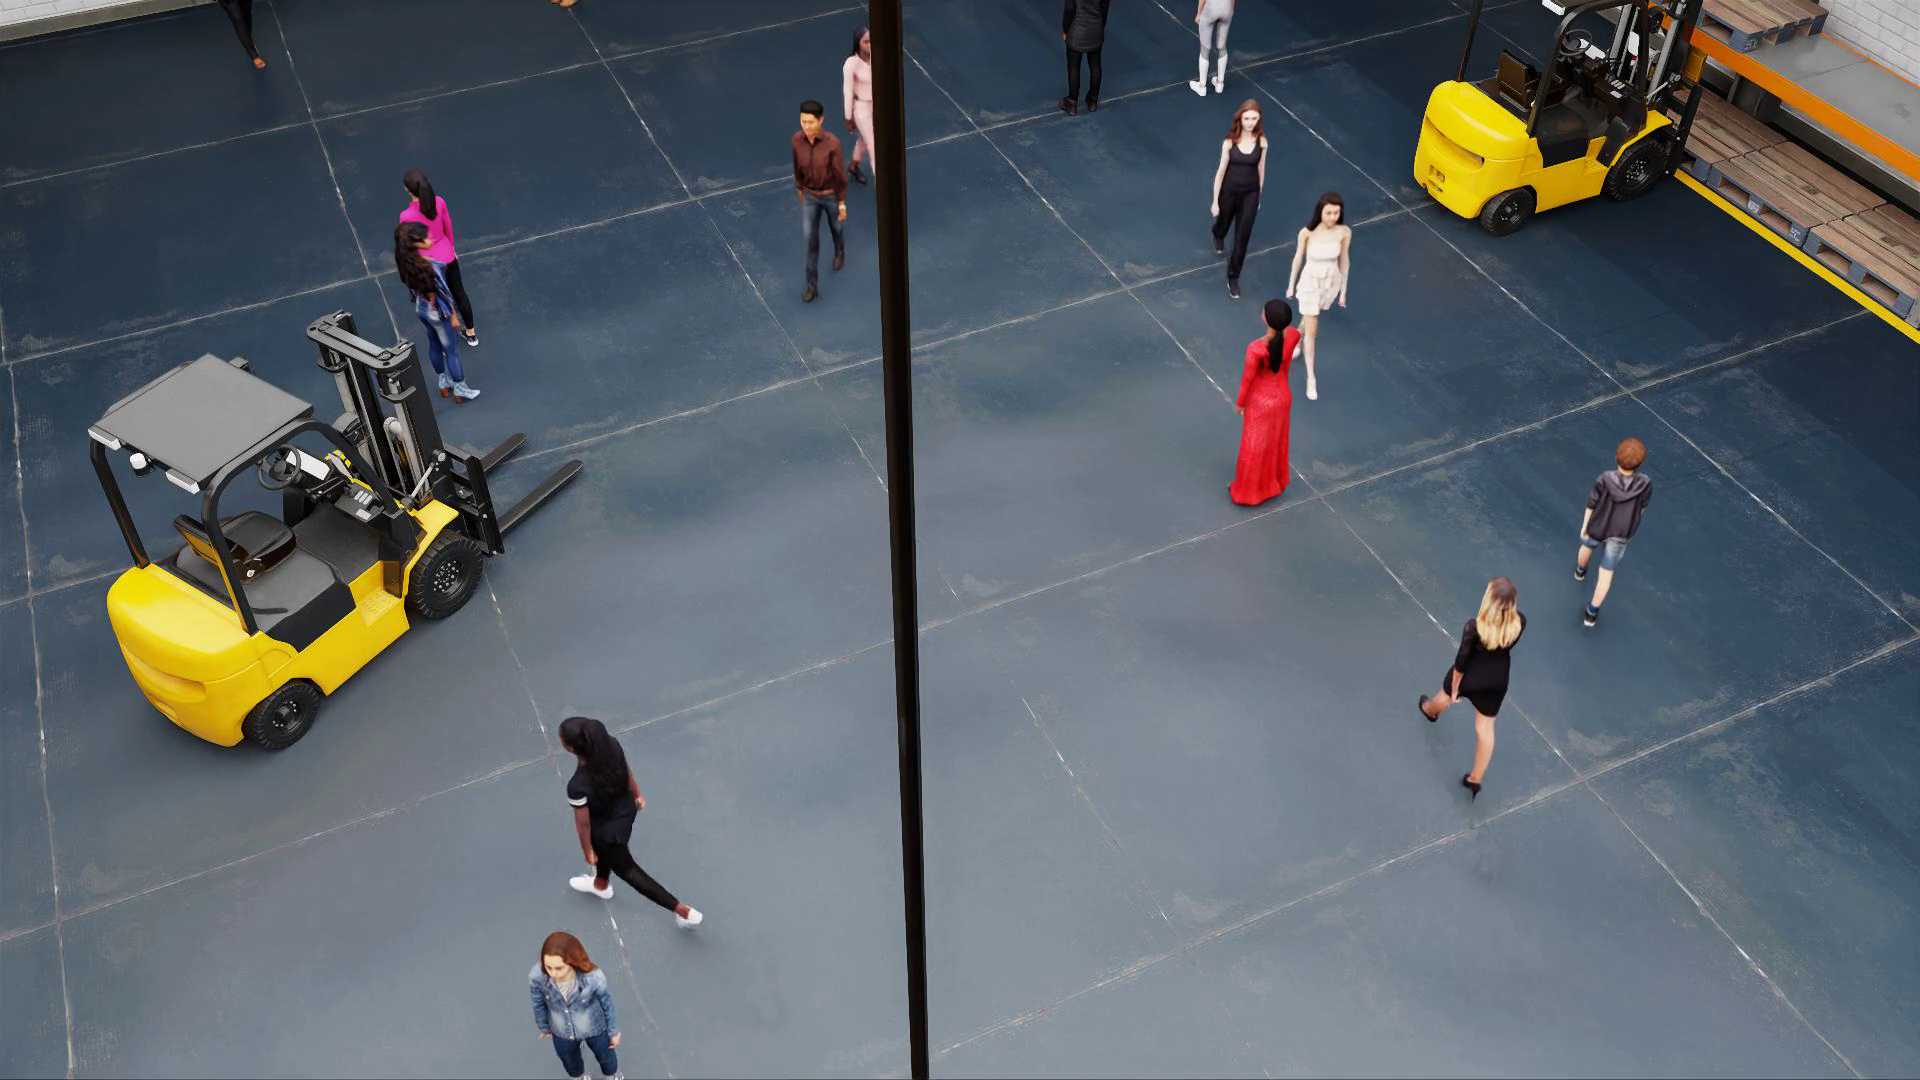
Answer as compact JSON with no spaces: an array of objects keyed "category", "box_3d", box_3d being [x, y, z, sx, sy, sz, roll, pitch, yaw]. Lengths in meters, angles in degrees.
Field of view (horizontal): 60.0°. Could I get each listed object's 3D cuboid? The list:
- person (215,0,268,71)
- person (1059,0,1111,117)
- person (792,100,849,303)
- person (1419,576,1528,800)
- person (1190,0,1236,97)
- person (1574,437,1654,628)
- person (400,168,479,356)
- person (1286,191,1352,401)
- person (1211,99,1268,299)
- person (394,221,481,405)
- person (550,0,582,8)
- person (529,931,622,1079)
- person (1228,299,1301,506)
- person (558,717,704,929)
[{"category":"person","box_3d":[-7.500,-5.696,17.114,0.871,1.612,1.132,-30,51,-28]},{"category":"person","box_3d":[1.229,-5.008,16.270,0.654,1.780,0.633,-12,45,-12]},{"category":"person","box_3d":[-1.137,-2.957,14.150,1.087,1.735,1.224,9,44,9]},{"category":"person","box_3d":[3.195,0.935,10.139,0.798,1.632,1.111,-4,44,-4]},{"category":"person","box_3d":[2.555,-5.270,16.600,0.591,1.705,0.559,-13,45,-13]},{"category":"person","box_3d":[4.424,-0.042,11.321,0.957,1.416,1.015,14,45,14]},{"category":"person","box_3d":[-4.228,-2.247,13.438,0.694,1.699,0.670,31,52,29]},{"category":"person","box_3d":[2.832,-2.033,13.217,0.850,1.683,1.109,-2,44,-2]},{"category":"person","box_3d":[2.358,-2.989,14.193,0.873,1.721,1.173,-2,44,-2]},{"category":"person","box_3d":[-4.097,-1.779,12.998,0.632,1.618,0.744,28,50,27]},{"category":"person","box_3d":[-4.315,-6.660,18.057,0.641,1.707,0.777,33,53,30]},{"category":"person","box_3d":[-1.967,2.486,8.623,0.649,1.476,0.639,-1,44,-1]},{"category":"person","box_3d":[2.224,-0.994,12.060,0.657,1.785,0.636,-24,49,-23]},{"category":"person","box_3d":[-1.890,1.632,9.354,1.203,1.704,1.161,13,45,14]}]
